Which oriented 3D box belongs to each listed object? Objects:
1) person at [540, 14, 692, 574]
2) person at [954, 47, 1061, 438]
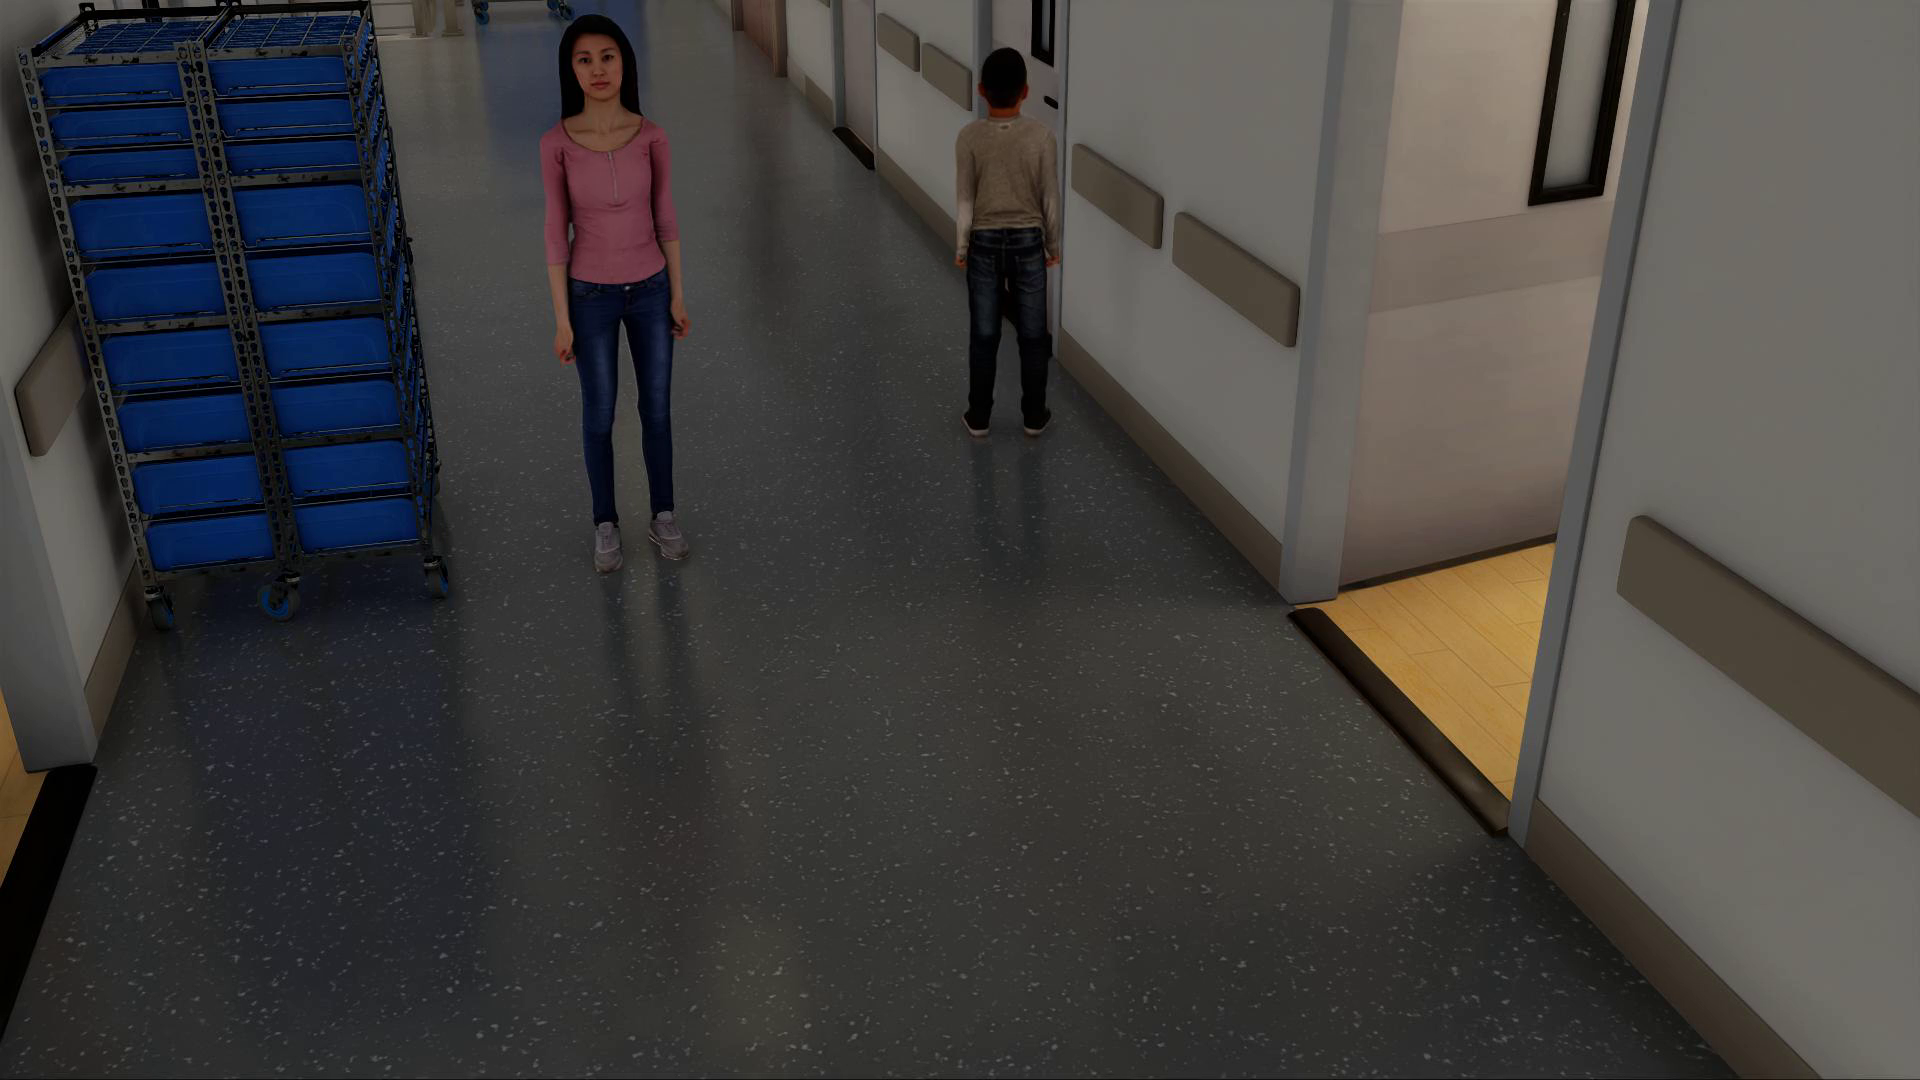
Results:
[{"bbox_3d":[-1.070,-0.758,5.237,0.599,1.742,0.531,-10,27,-19],"label":"person"},{"bbox_3d":[0.175,-1.097,6.259,0.608,1.466,0.590,0,26,1],"label":"person"}]
